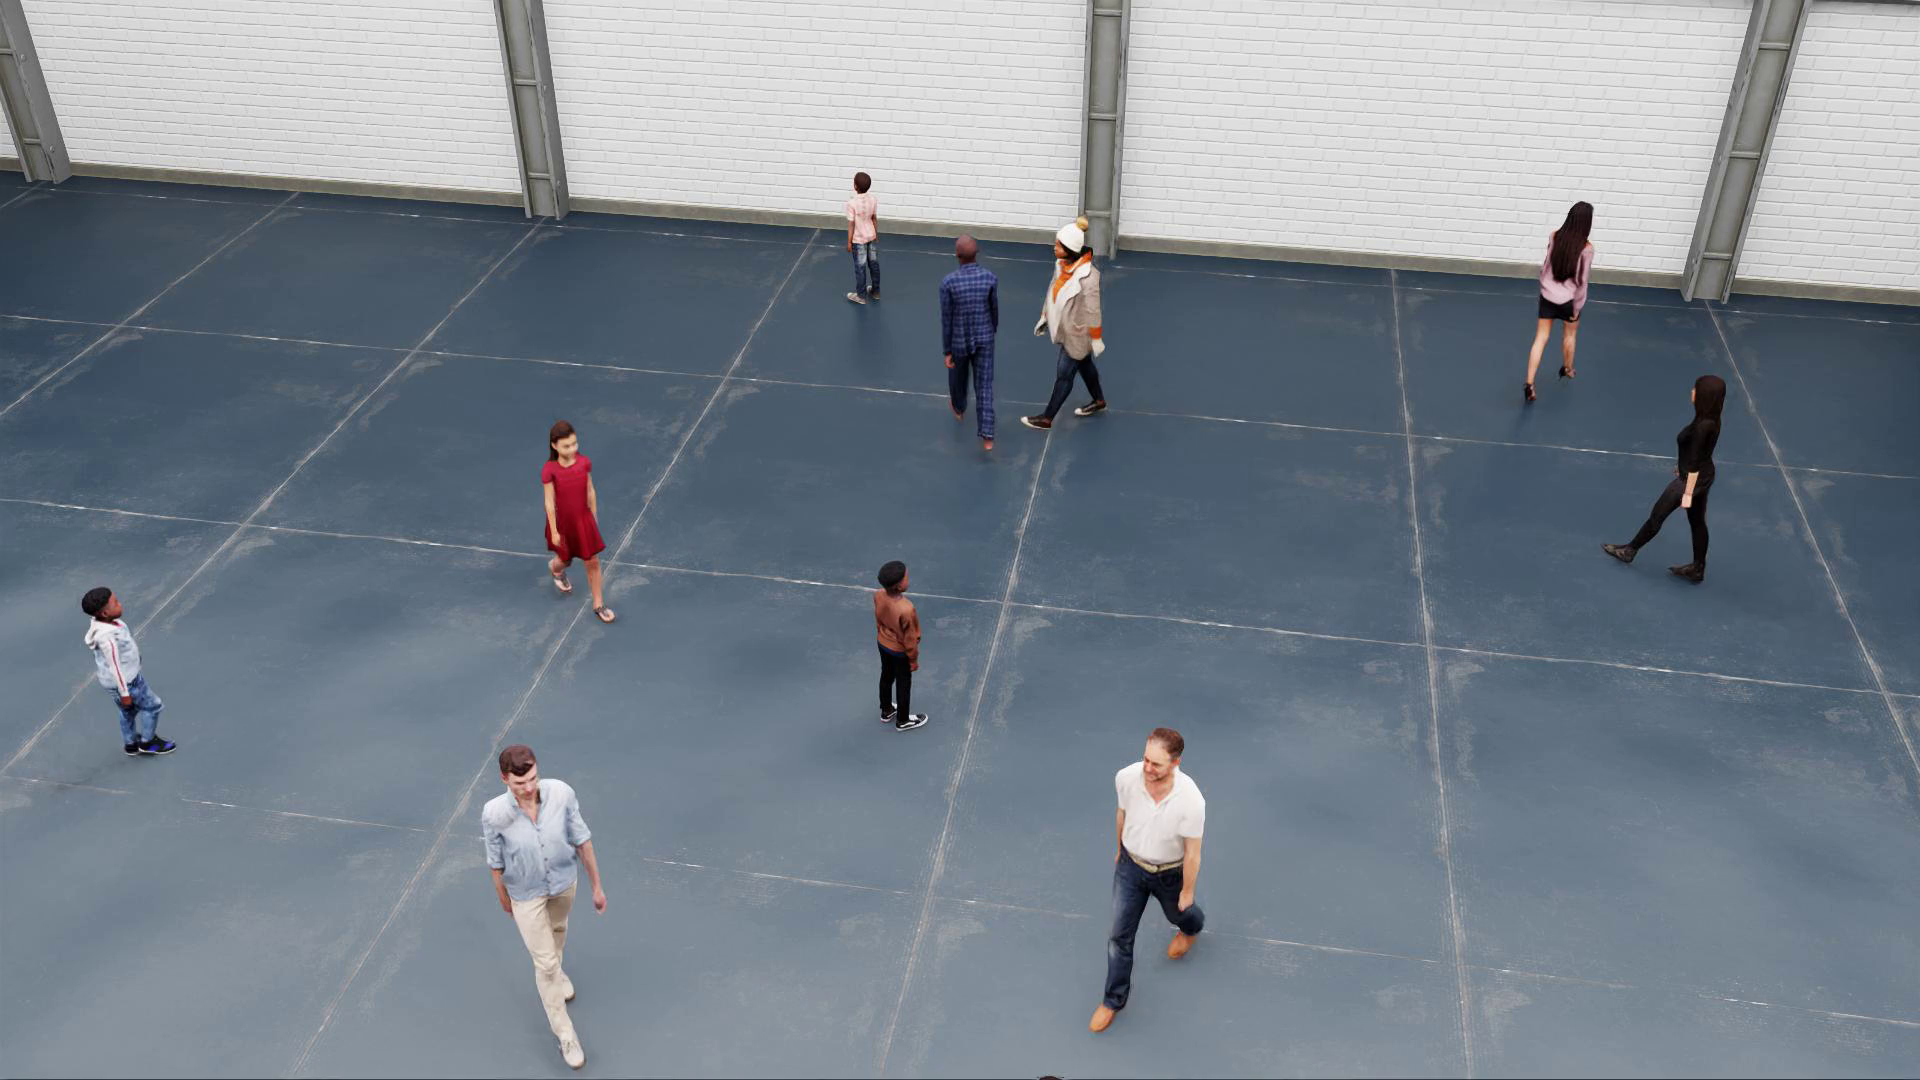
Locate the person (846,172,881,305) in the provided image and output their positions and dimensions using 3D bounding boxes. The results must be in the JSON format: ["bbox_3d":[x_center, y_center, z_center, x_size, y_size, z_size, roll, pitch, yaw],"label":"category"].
[{"bbox_3d":[-0.926,-2.908,15.962,0.575,1.307,0.632,-23,40,-30],"label":"person"}]

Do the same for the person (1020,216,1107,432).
[{"bbox_3d":[1.061,-1.803,13.808,1.231,1.852,1.057,-12,36,-18],"label":"person"}]

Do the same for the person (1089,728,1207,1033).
[{"bbox_3d":[1.082,1.651,8.640,1.255,1.819,1.107,23,40,30],"label":"person"}]

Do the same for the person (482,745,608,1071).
[{"bbox_3d":[-2.168,1.715,8.545,1.055,1.818,1.109,-22,39,-29],"label":"person"}]

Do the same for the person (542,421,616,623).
[{"bbox_3d":[-2.748,-0.173,11.639,0.902,1.537,0.957,-23,40,-30],"label":"person"}]

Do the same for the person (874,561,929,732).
[{"bbox_3d":[-0.413,0.672,10.622,0.652,1.256,0.572,-27,42,-34],"label":"person"}]

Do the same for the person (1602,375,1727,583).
[{"bbox_3d":[5.320,-0.388,11.896,1.055,1.610,0.879,23,40,31],"label":"person"}]

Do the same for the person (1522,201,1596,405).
[{"bbox_3d":[5.037,-1.975,14.135,1.052,1.775,1.051,-29,43,-36],"label":"person"}]

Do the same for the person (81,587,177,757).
[{"bbox_3d":[-5.277,0.856,10.351,0.651,1.250,0.597,-17,37,-24],"label":"person"}]

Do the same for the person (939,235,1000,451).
[{"bbox_3d":[0.122,-1.563,13.523,1.243,1.767,1.031,-6,34,-10],"label":"person"}]
